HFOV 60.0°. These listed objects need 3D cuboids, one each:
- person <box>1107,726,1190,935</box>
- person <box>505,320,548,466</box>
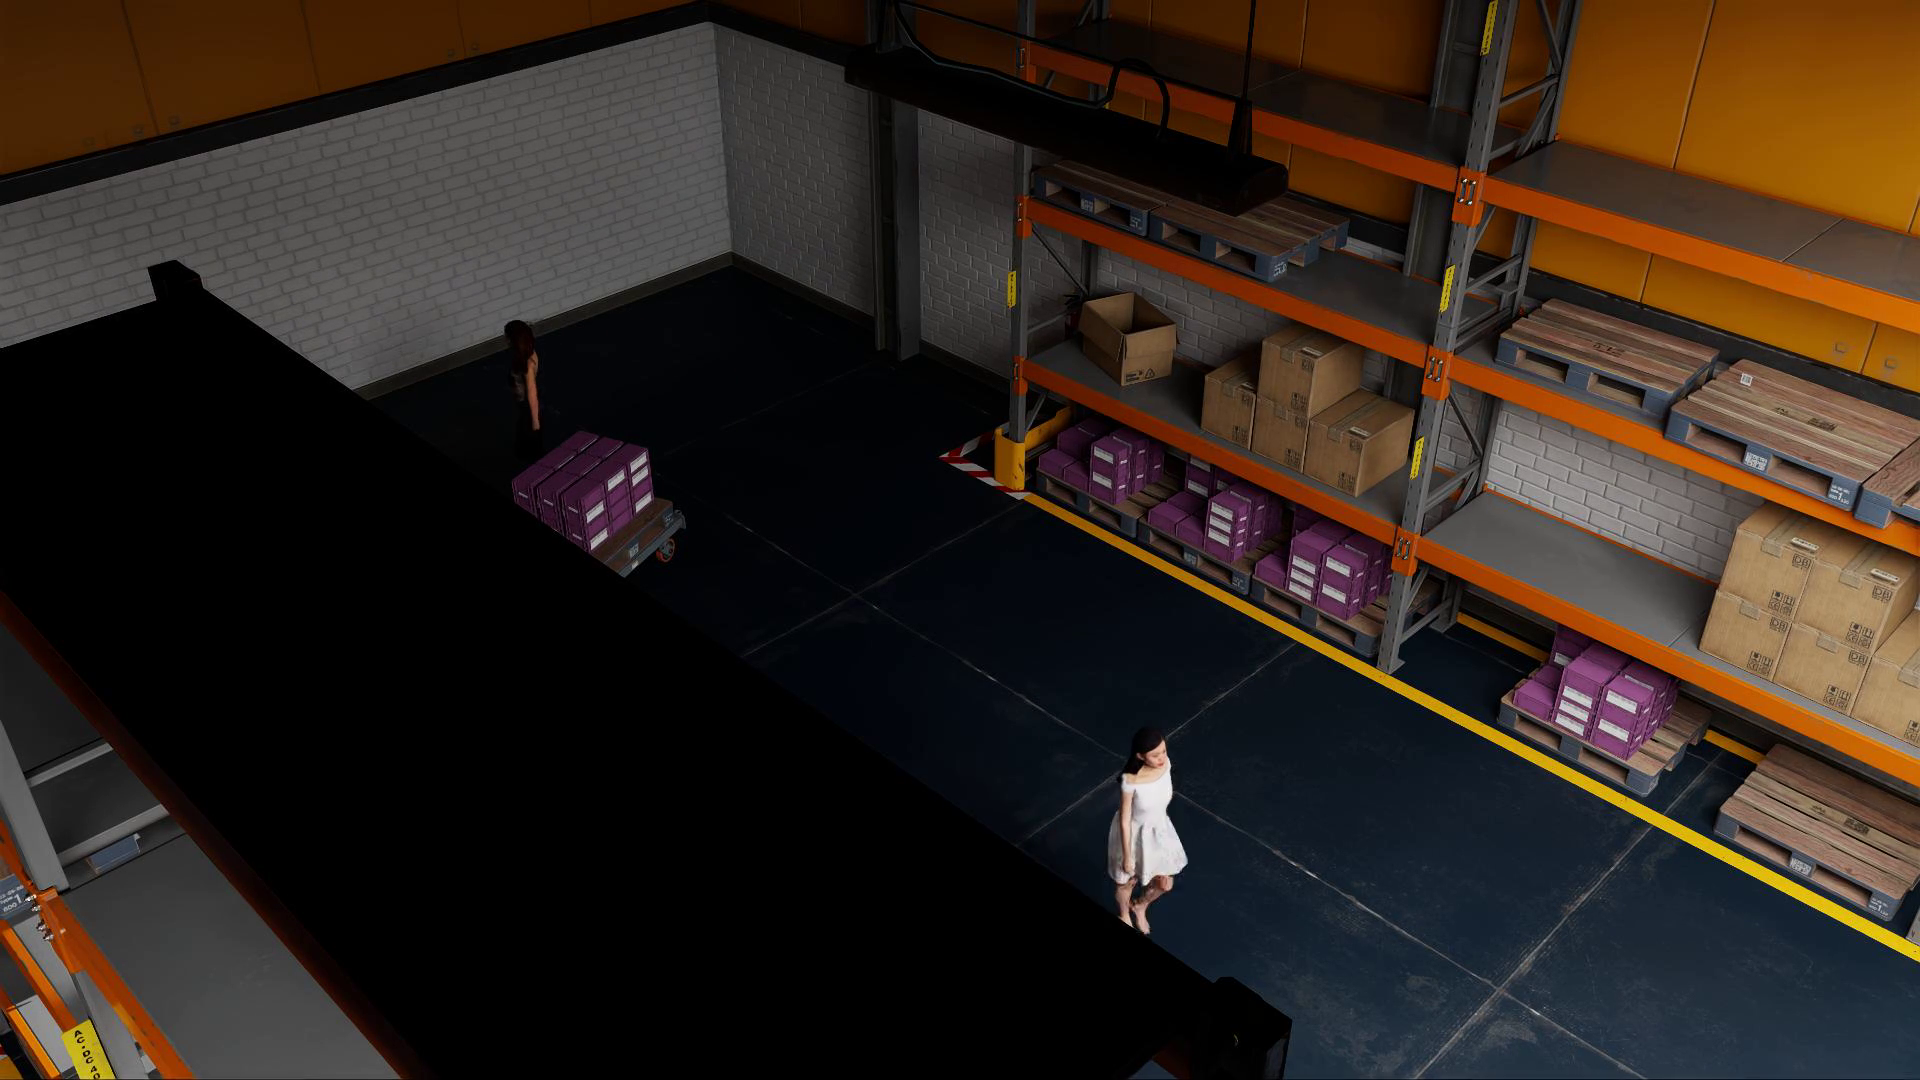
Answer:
[{"bbox_3d":[1.053,1.814,10.276,0.681,1.763,0.737,-20,39,-27],"label":"person"},{"bbox_3d":[-3.691,-1.133,14.721,0.825,1.751,0.761,-9,35,-13],"label":"person"}]
